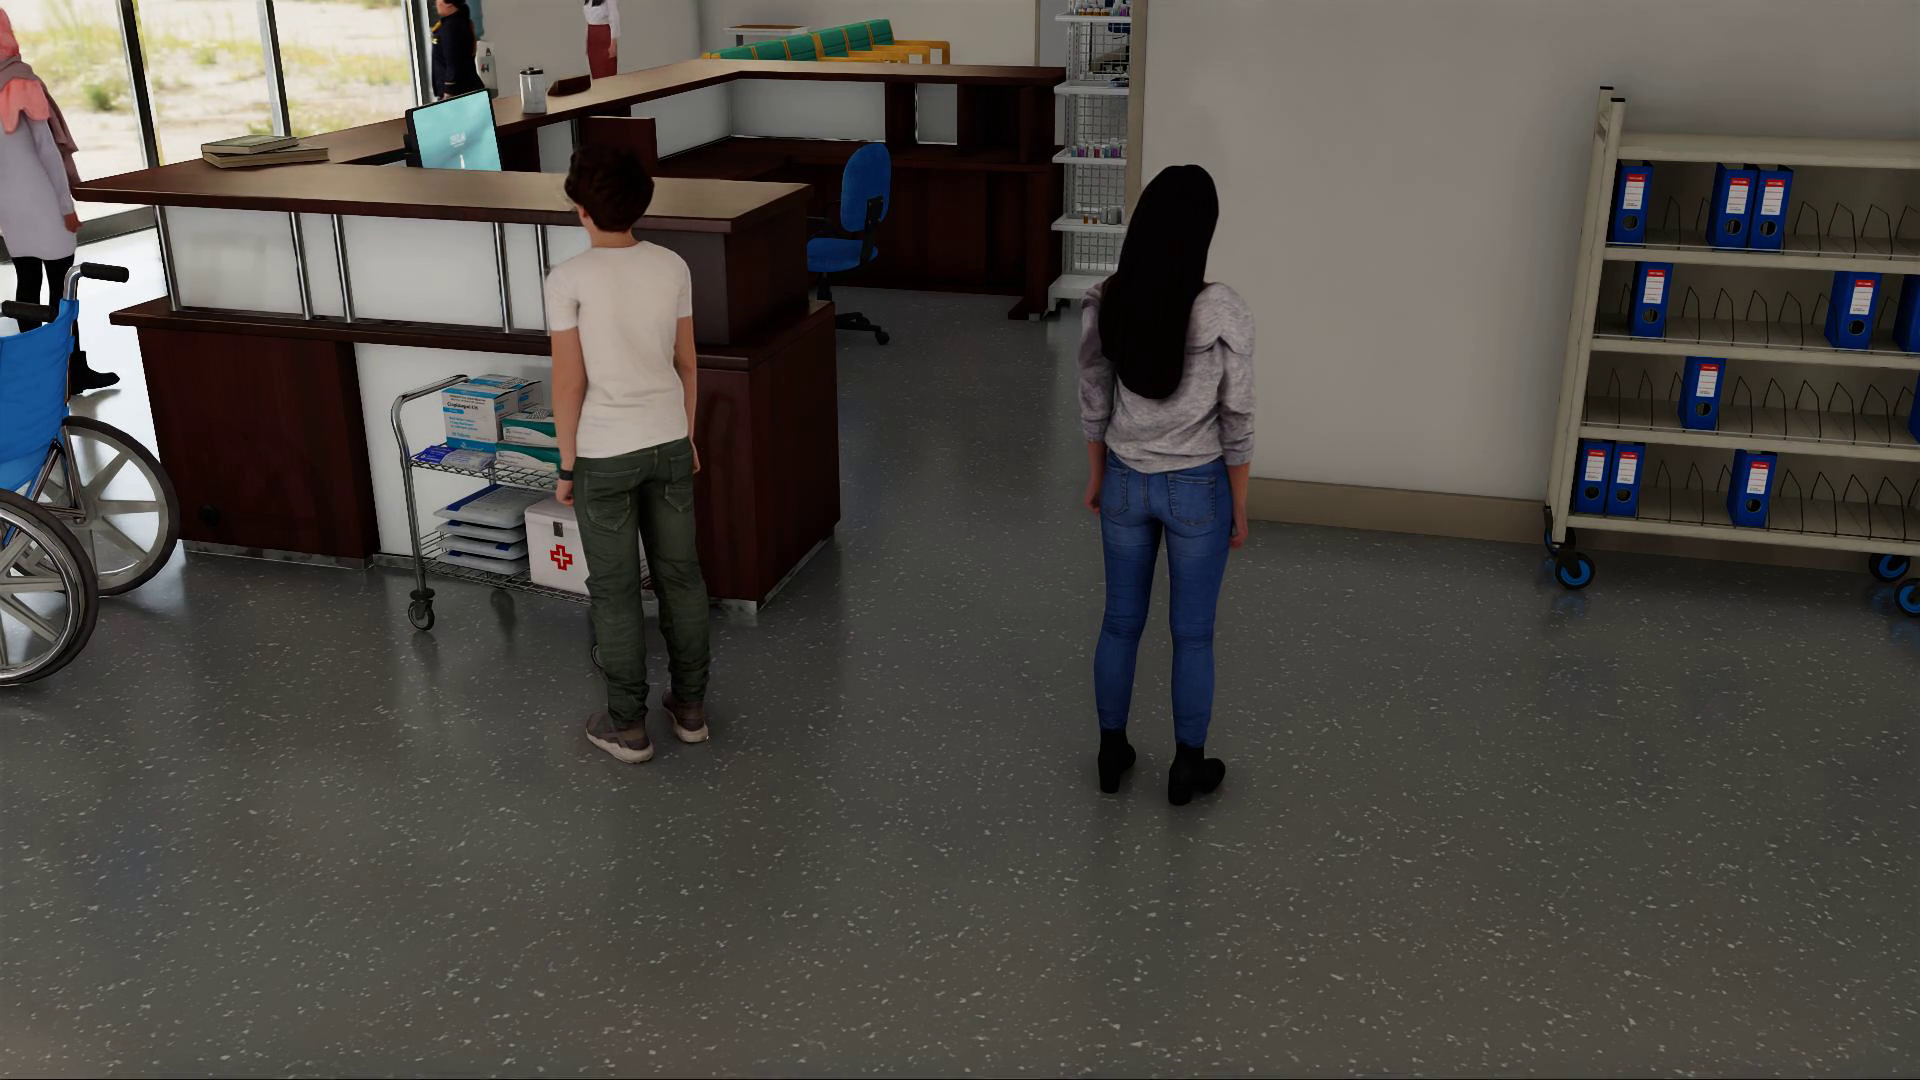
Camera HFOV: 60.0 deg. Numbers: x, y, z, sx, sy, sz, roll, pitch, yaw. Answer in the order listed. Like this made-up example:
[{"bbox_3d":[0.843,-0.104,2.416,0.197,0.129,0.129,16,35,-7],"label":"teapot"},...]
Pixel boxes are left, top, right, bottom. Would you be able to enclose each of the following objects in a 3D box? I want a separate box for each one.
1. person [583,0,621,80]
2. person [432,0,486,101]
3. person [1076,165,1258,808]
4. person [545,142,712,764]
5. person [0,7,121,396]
[{"bbox_3d":[-3.570,-4.894,16.606,0.579,1.751,0.723,15,26,35],"label":"person"},{"bbox_3d":[-3.886,-3.473,12.968,0.754,1.671,0.776,-2,21,-5],"label":"person"},{"bbox_3d":[0.510,-0.115,4.155,0.511,1.633,0.700,10,23,24],"label":"person"},{"bbox_3d":[-0.867,-0.217,4.397,0.654,1.652,0.701,-14,25,-33],"label":"person"},{"bbox_3d":[-4.349,-1.574,7.772,0.532,1.800,0.689,6,22,16],"label":"person"}]
